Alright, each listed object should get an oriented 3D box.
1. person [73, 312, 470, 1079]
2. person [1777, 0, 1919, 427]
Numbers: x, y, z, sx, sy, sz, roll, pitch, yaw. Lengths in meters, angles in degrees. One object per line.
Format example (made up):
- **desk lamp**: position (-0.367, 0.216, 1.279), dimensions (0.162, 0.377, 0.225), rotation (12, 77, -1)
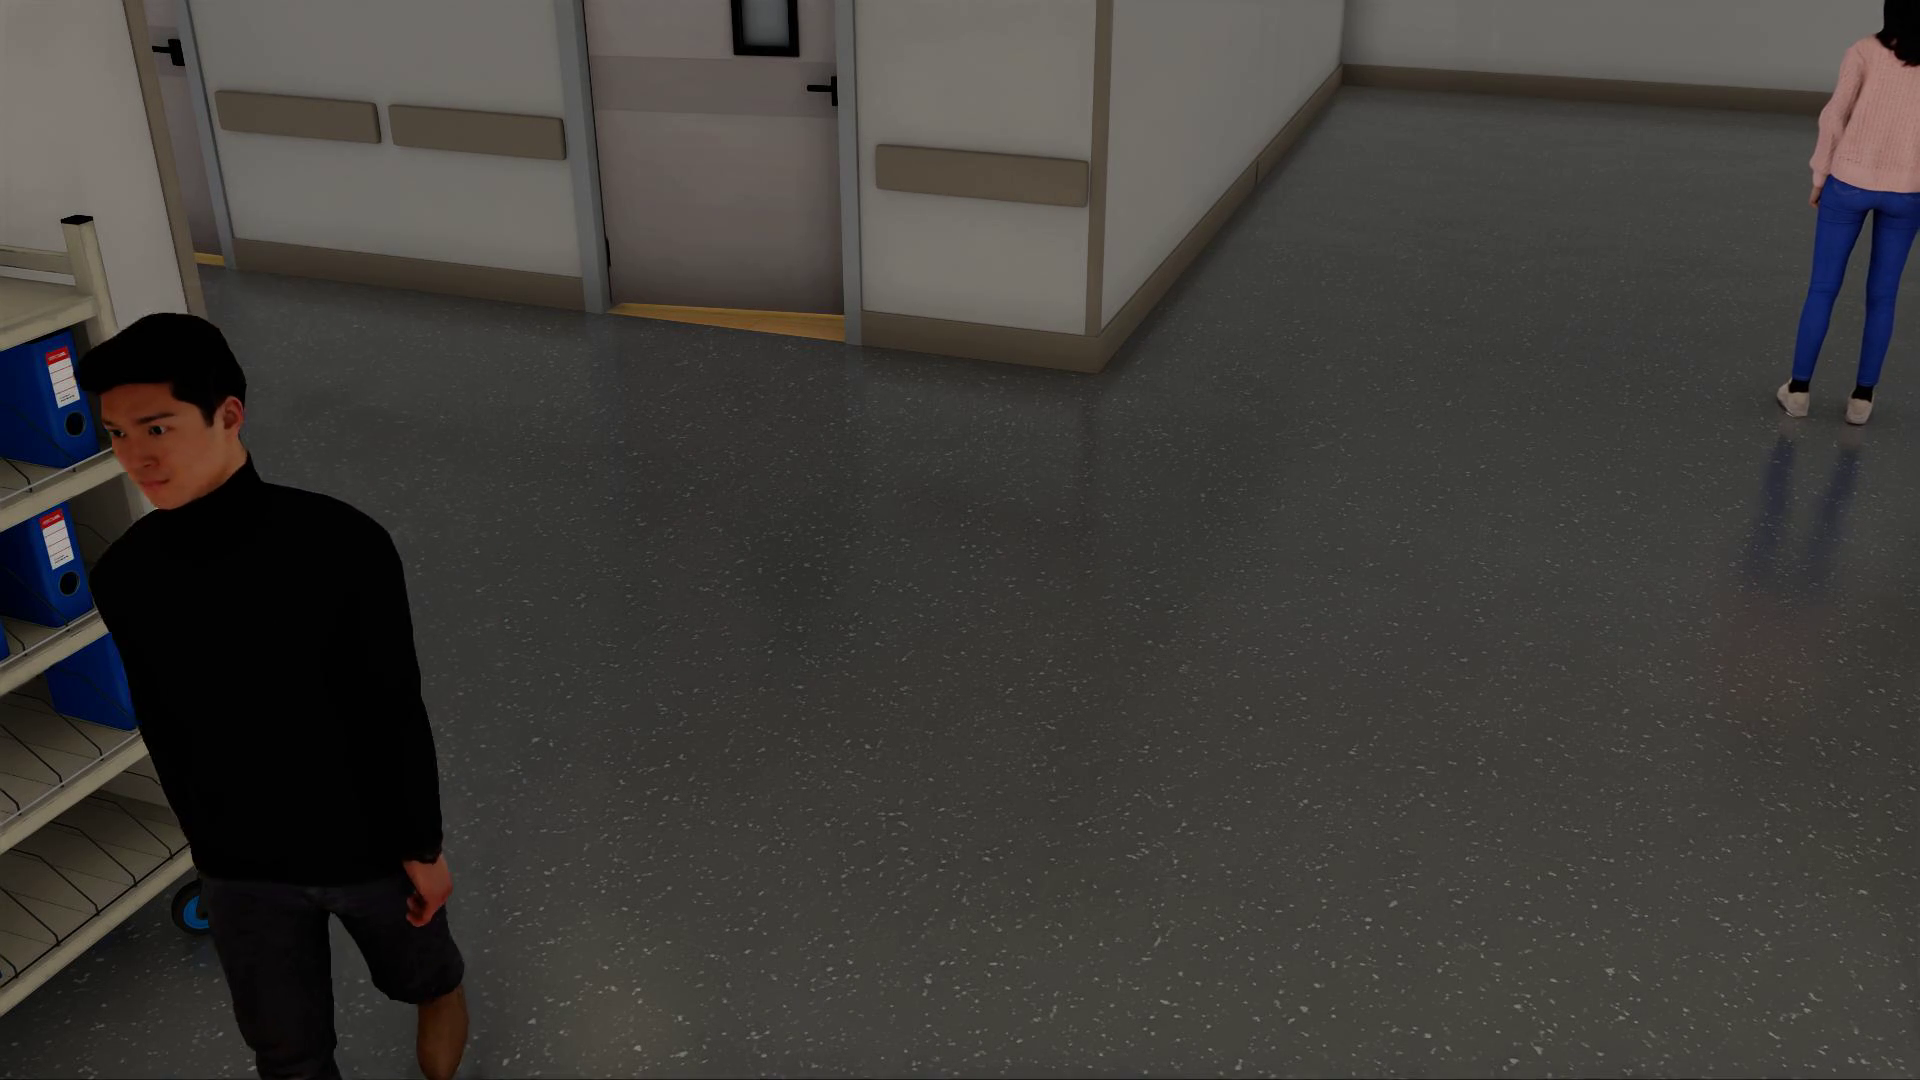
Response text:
- **person**: position (-1.050, 0.433, 2.778), dimensions (0.953, 1.695, 1.180), rotation (-3, 26, -7)
- **person**: position (3.479, -1.312, 6.314), dimensions (0.634, 1.766, 0.531), rotation (10, 27, 19)
